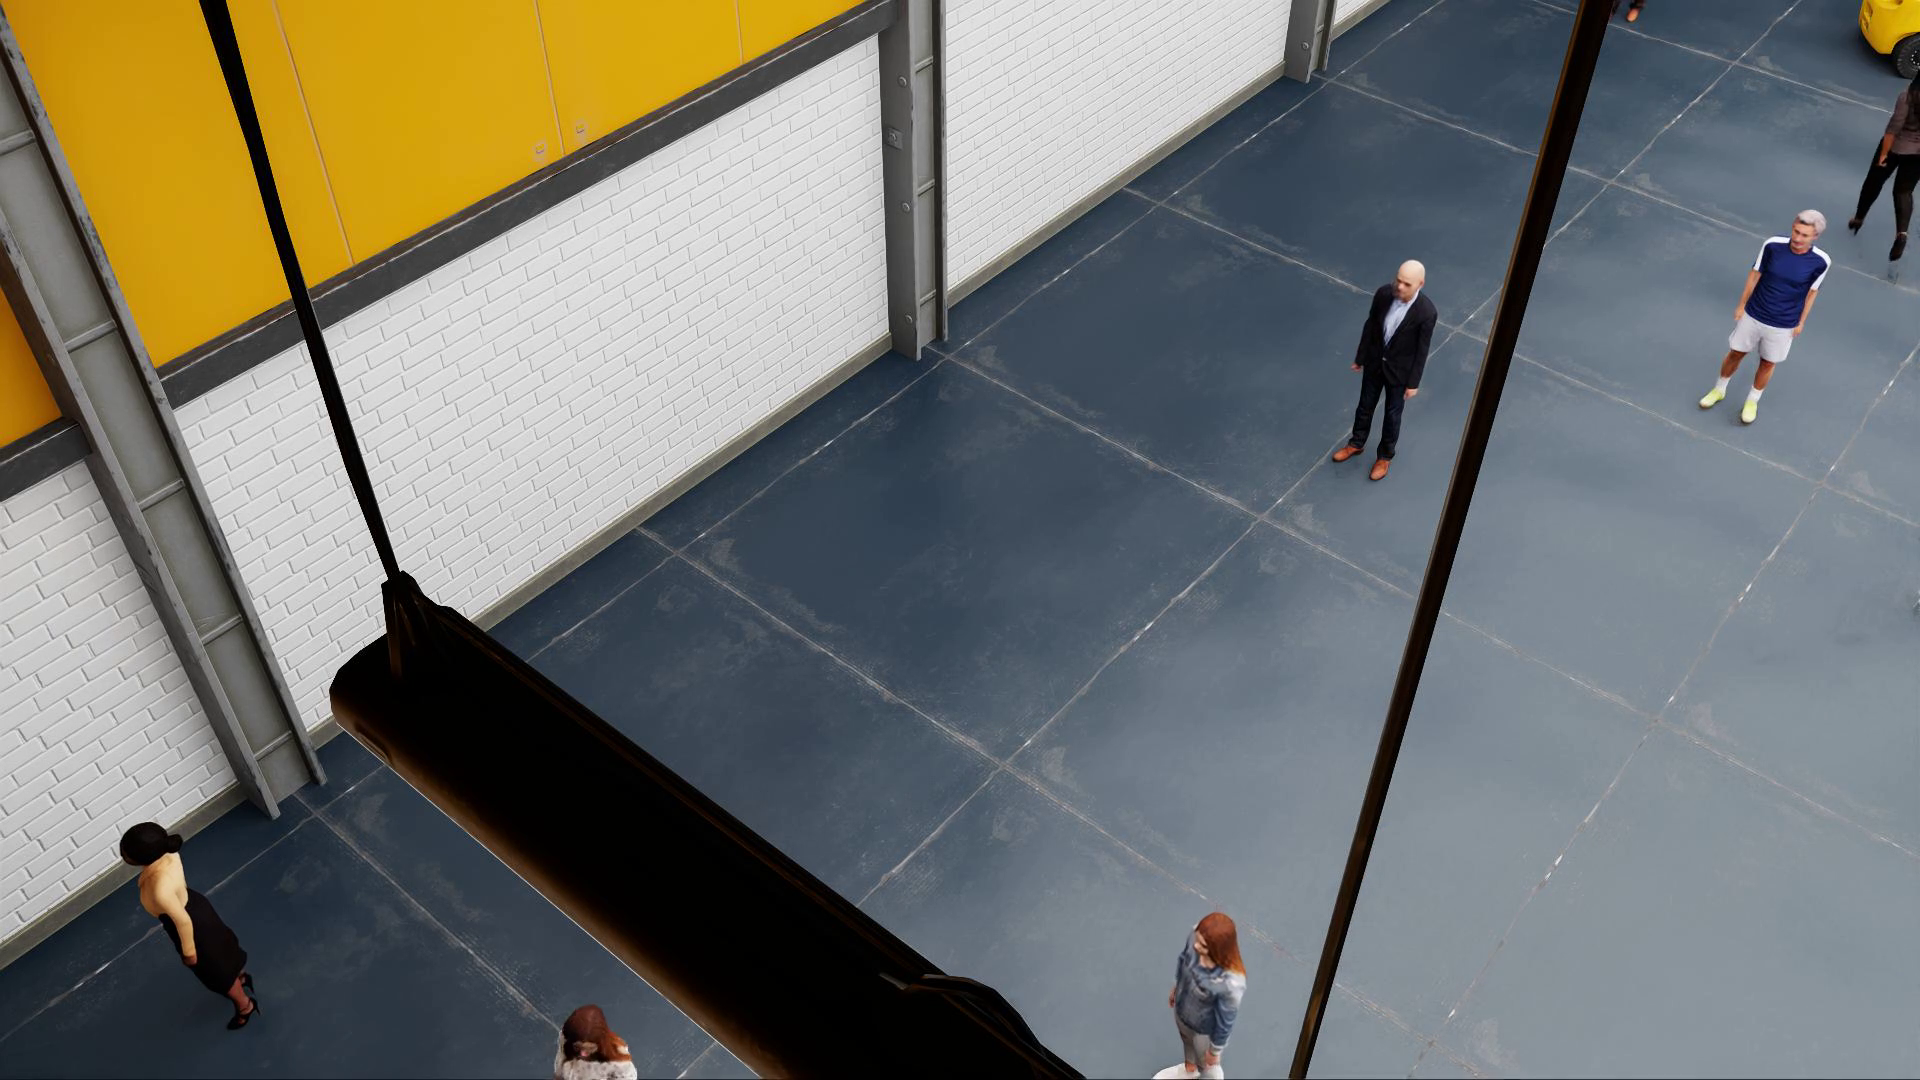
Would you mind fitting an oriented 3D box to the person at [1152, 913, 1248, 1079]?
[{"bbox_3d":[1.230,2.344,8.281,0.688,1.702,0.692,-16,46,-16],"label":"person"}]

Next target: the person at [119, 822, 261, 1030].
[{"bbox_3d":[-4.006,2.010,8.667,0.685,1.654,0.667,-16,46,-16],"label":"person"}]

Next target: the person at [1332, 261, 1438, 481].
[{"bbox_3d":[3.099,-1.256,11.990,0.665,1.800,0.570,32,52,29],"label":"person"}]

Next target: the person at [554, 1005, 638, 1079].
[{"bbox_3d":[-1.692,2.669,7.930,0.729,1.715,0.833,-34,53,-30],"label":"person"}]

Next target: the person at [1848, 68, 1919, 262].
[{"bbox_3d":[8.002,-3.201,14.021,0.971,1.813,1.159,6,44,6],"label":"person"}]

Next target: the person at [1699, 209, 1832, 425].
[{"bbox_3d":[6.066,-1.692,12.422,0.656,1.835,0.568,25,49,24],"label":"person"}]
